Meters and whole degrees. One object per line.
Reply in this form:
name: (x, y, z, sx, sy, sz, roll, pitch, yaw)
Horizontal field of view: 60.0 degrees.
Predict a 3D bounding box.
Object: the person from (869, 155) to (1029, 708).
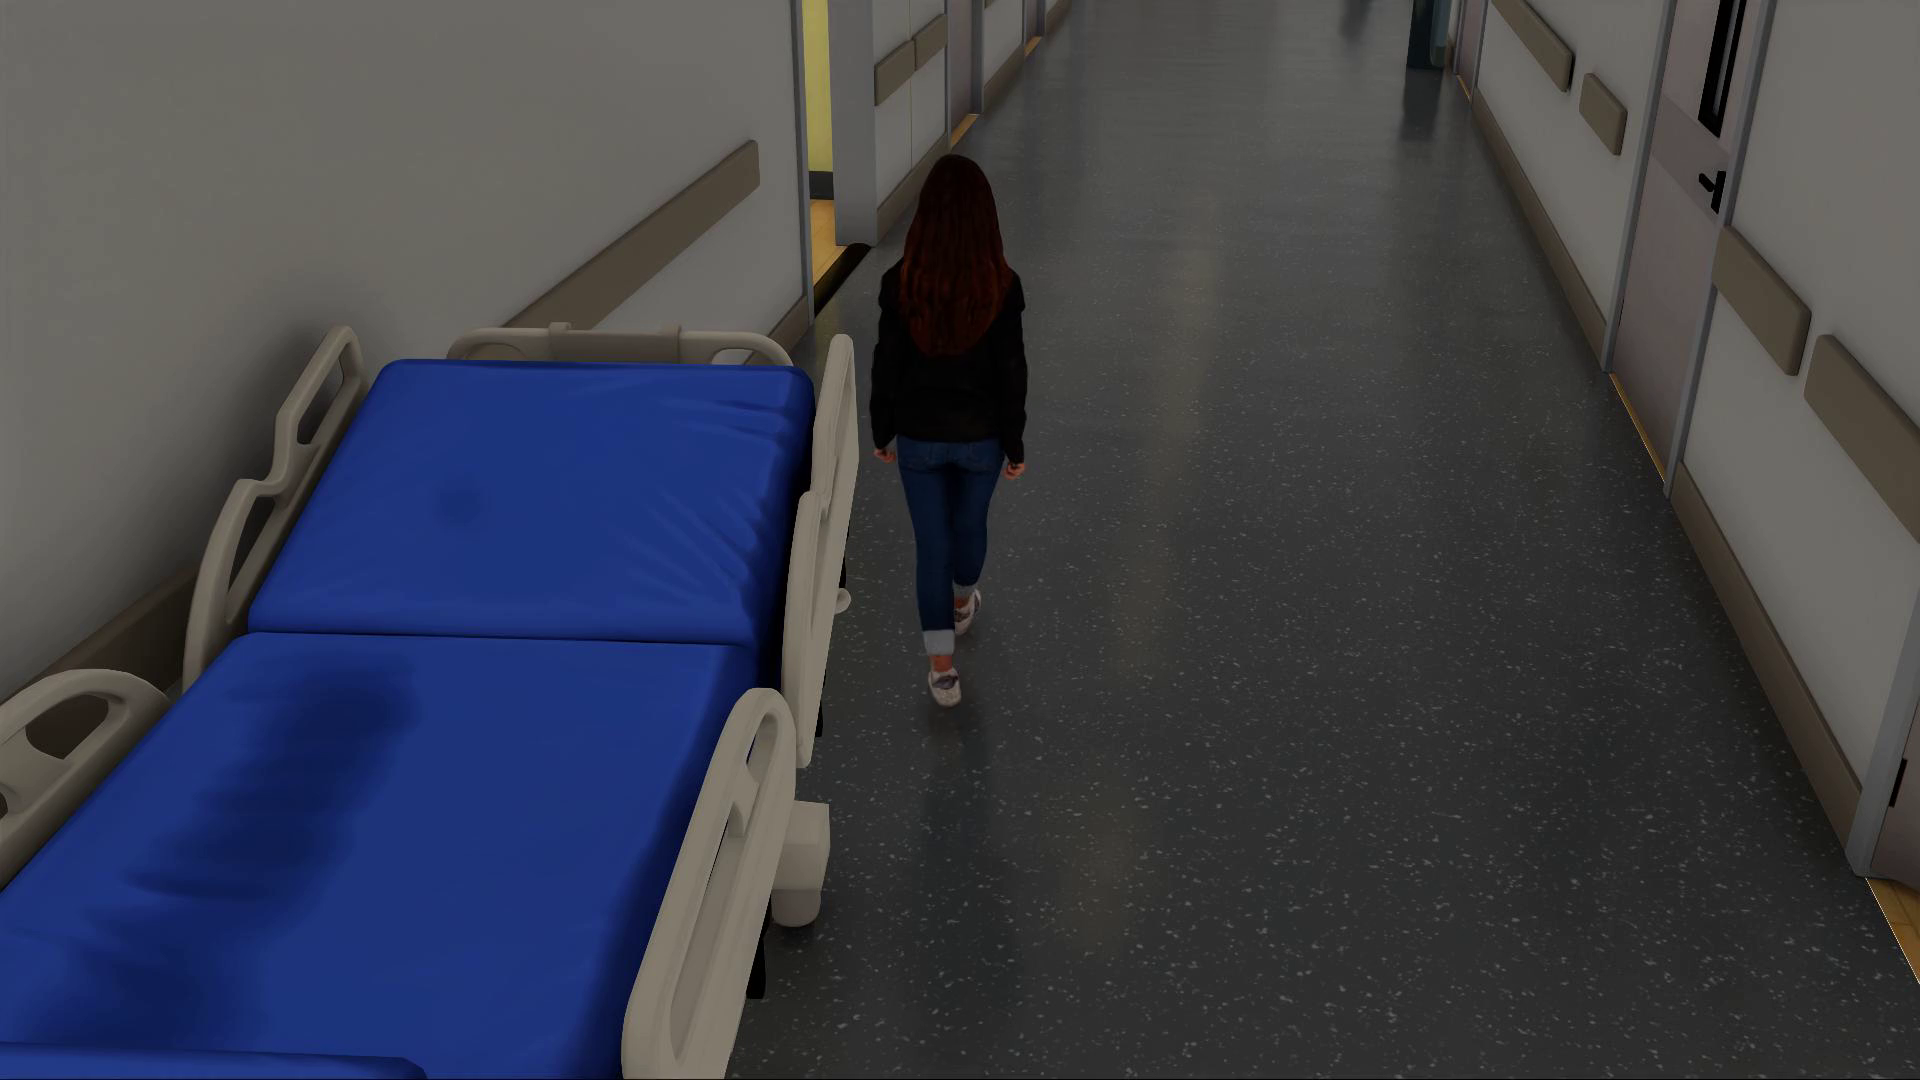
person: (-0.028, -0.252, 4.413, 0.944, 1.450, 0.773, -1, 26, -2)
